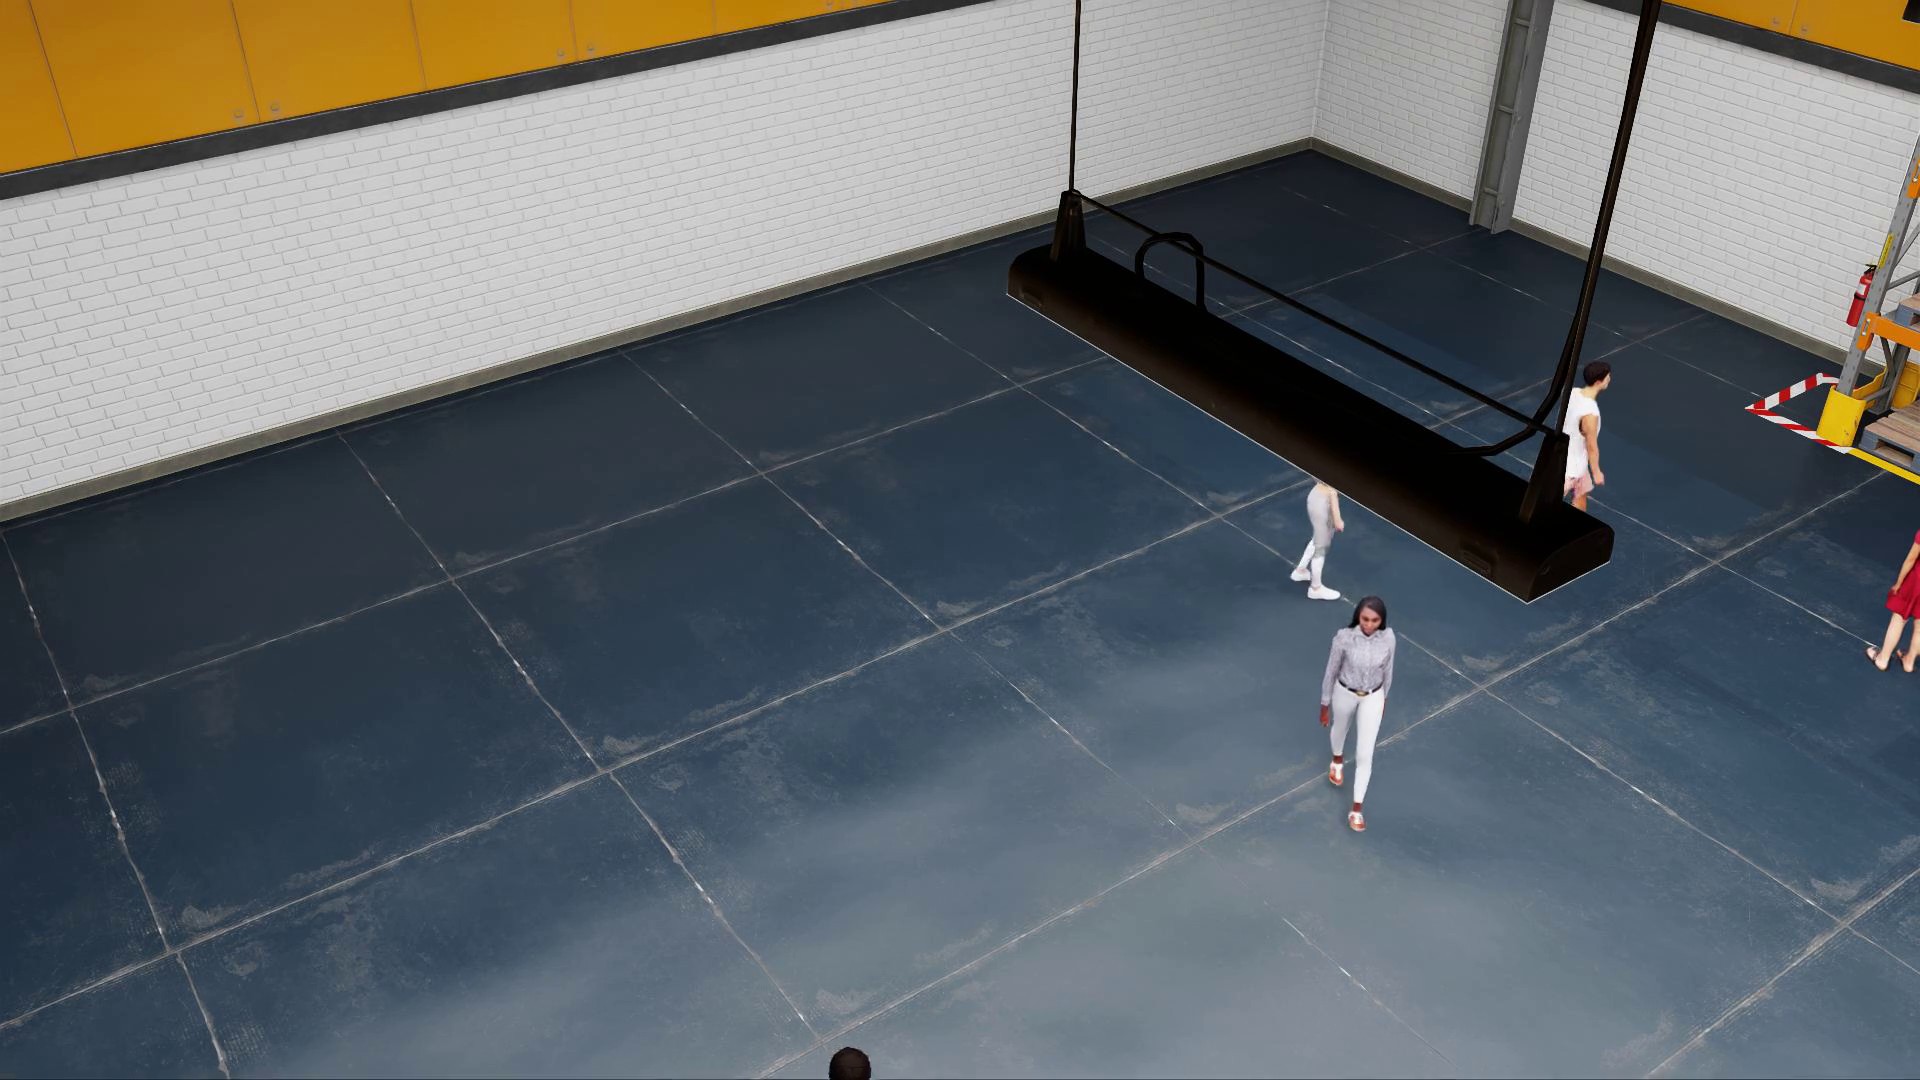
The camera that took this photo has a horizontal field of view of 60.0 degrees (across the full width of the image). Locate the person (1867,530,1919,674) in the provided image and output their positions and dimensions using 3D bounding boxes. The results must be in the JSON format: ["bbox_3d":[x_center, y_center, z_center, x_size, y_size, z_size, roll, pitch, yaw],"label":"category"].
[{"bbox_3d":[7.354,0.329,12.698,0.676,1.551,0.737,0,34,0],"label":"person"}]

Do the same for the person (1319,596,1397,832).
[{"bbox_3d":[2.733,1.053,11.485,1.065,1.687,1.128,5,34,8],"label":"person"}]

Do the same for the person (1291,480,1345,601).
[{"bbox_3d":[2.885,-0.264,13.453,0.787,1.702,0.724,4,34,5],"label":"person"}]
